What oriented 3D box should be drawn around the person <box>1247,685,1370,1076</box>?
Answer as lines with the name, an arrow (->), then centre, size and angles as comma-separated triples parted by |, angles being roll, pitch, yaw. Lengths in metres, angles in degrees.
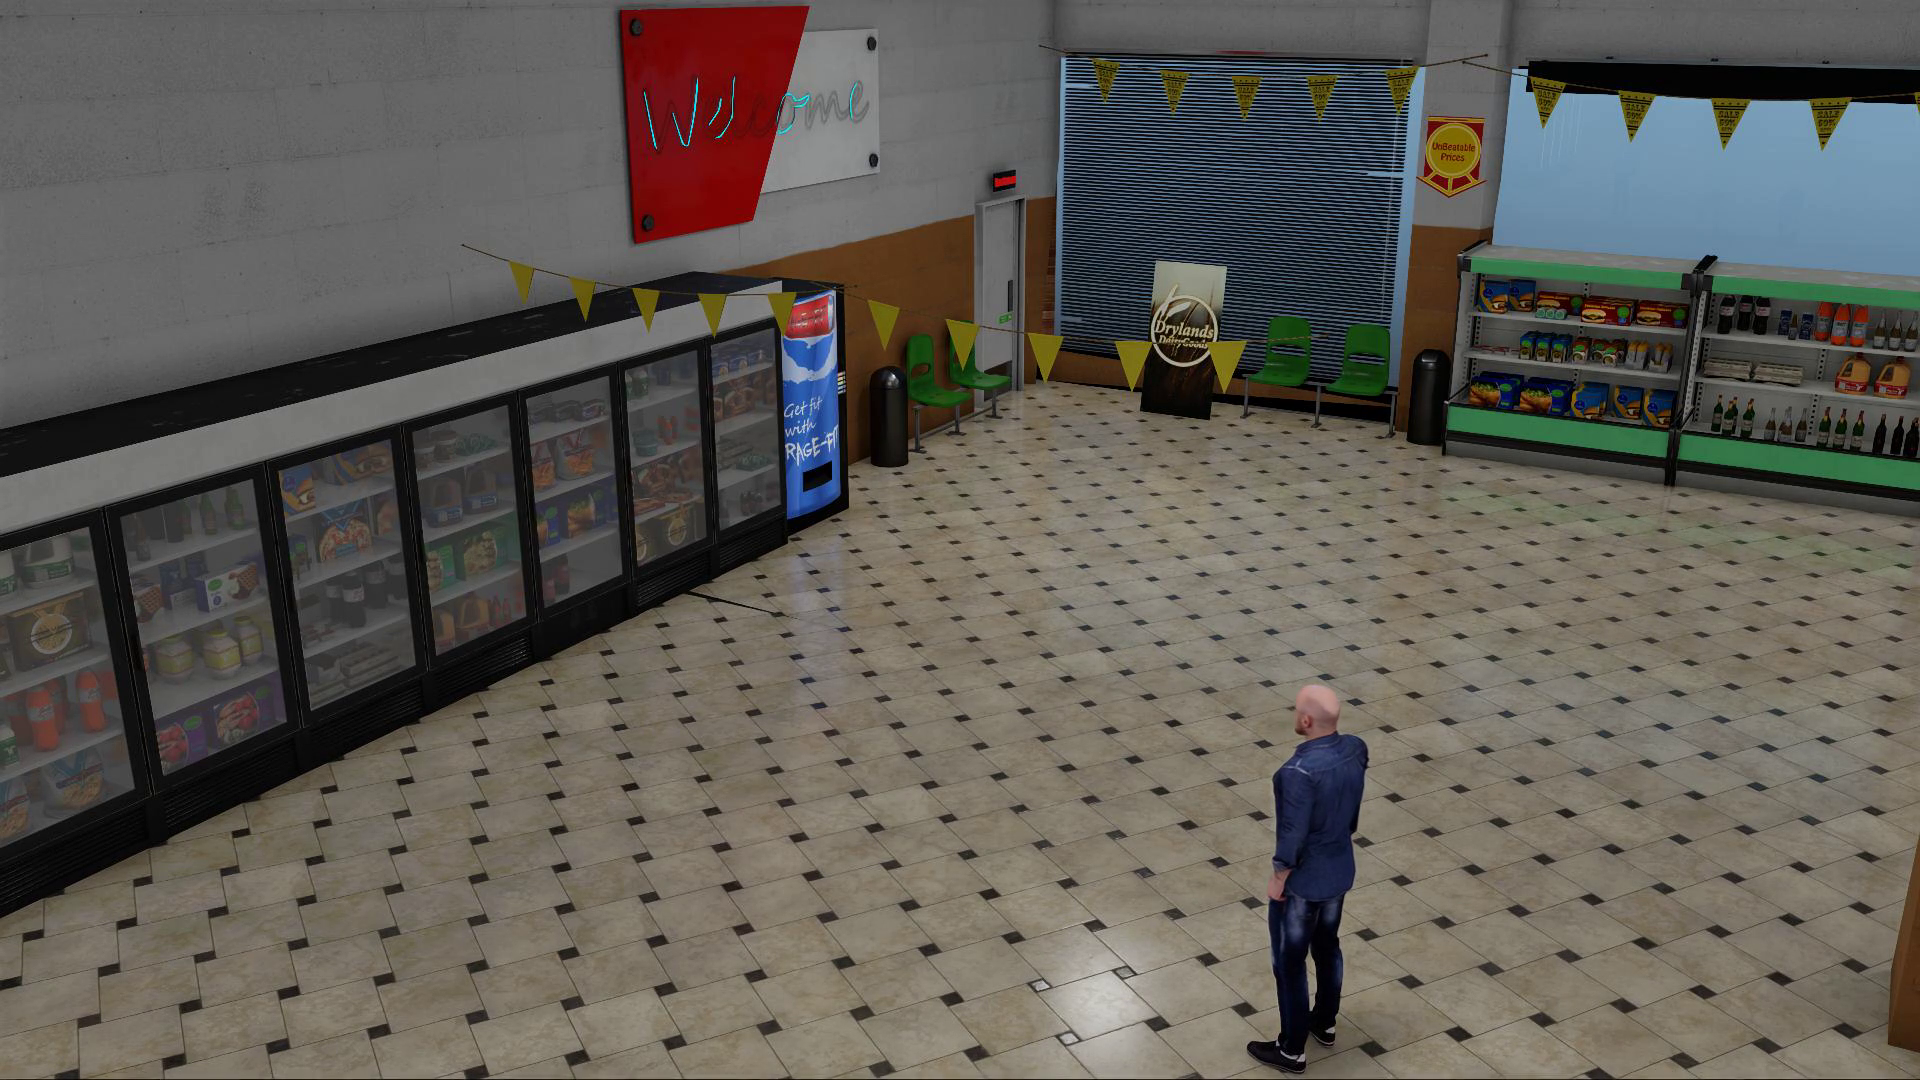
person -> 1.542, 1.516, 7.348 | 0.772, 1.747, 0.691 | -17, 25, -42
